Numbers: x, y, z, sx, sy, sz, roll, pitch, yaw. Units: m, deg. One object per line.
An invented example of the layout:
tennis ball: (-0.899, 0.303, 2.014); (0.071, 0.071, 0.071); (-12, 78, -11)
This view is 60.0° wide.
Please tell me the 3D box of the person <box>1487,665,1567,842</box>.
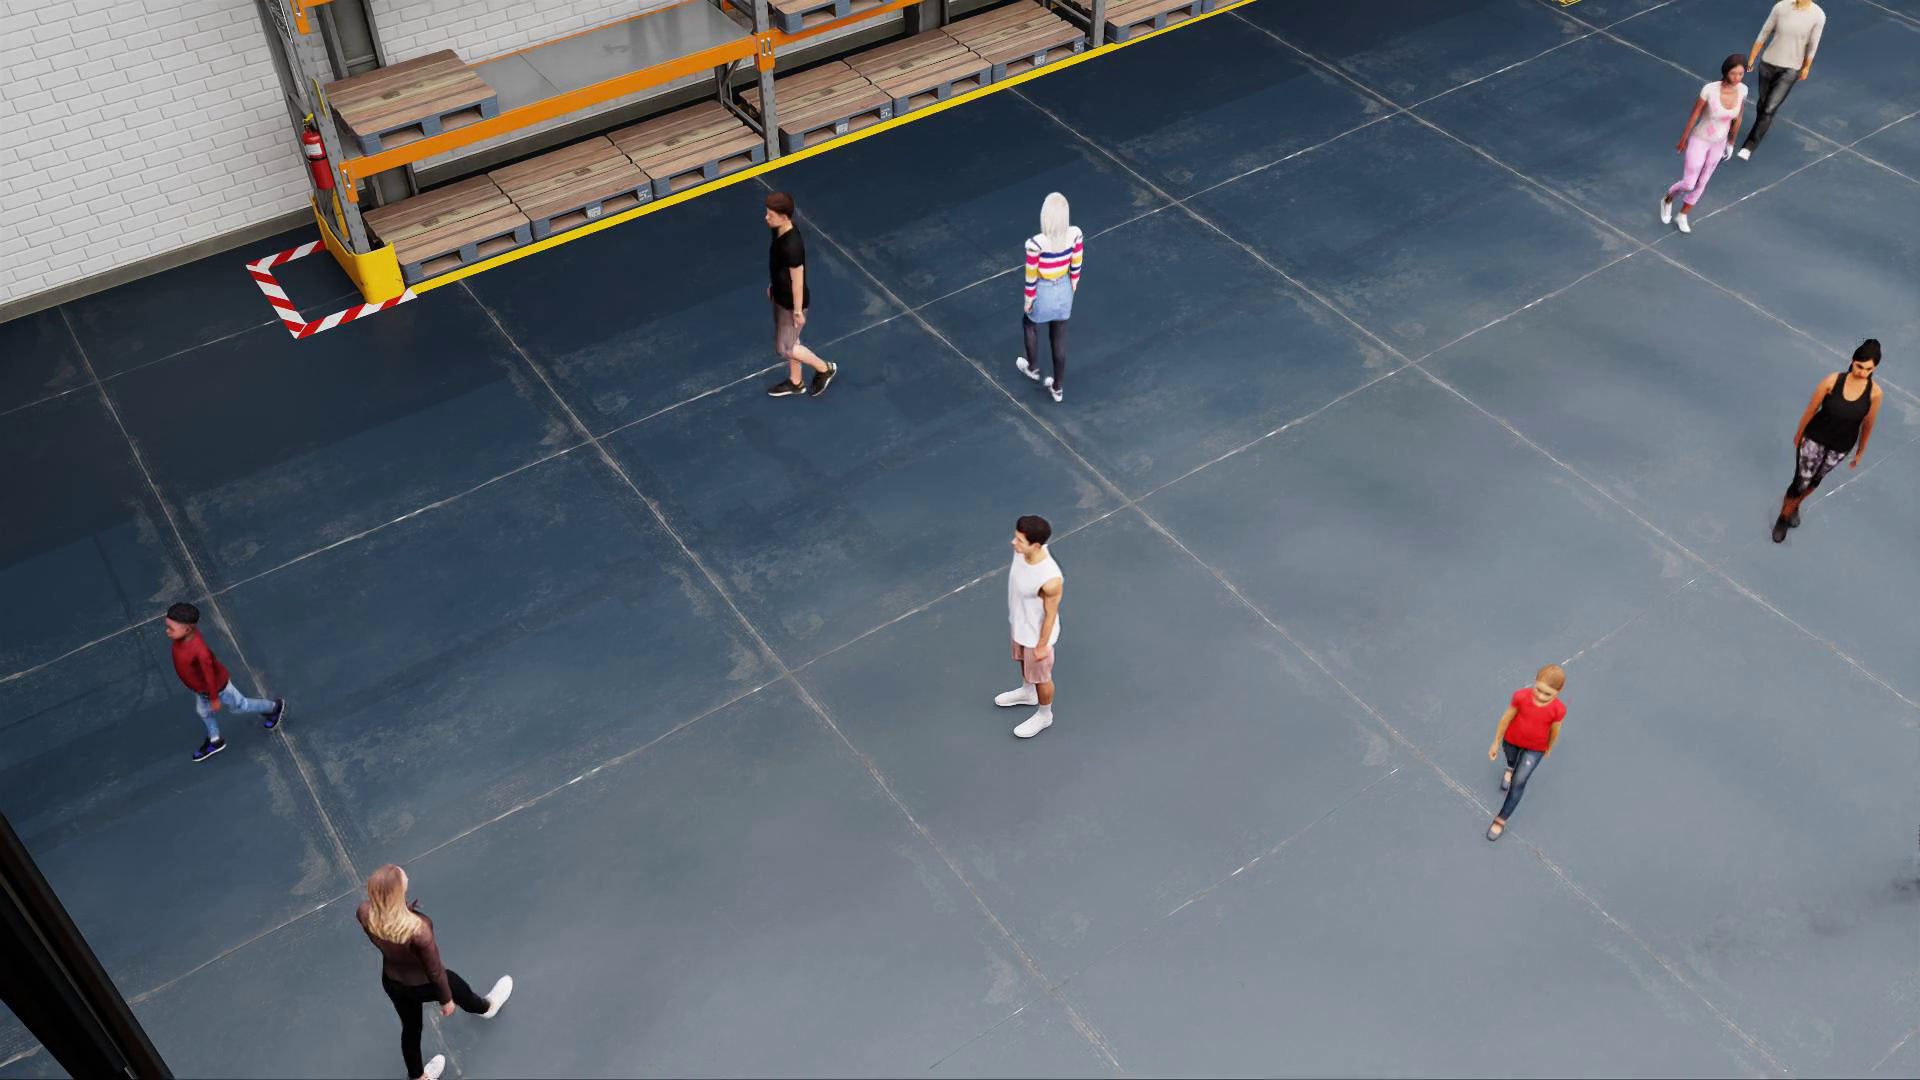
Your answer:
person: (3.441, 1.169, 10.080); (0.679, 1.289, 0.934); (24, 49, 23)

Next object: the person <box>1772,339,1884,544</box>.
person: (6.192, -0.771, 11.855); (0.779, 1.650, 0.843); (9, 44, 9)

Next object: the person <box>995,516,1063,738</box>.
person: (0.469, 0.520, 10.400); (0.635, 1.786, 0.692); (-15, 46, -16)

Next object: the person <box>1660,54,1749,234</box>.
person: (6.566, -3.545, 14.708); (0.721, 1.731, 0.791); (-5, 44, -5)

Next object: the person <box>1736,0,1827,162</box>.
person: (7.776, -4.511, 15.693); (0.842, 1.770, 1.156); (31, 51, 28)

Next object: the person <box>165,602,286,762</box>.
person: (-4.655, 0.851, 10.451); (0.612, 1.238, 0.893); (32, 52, 29)

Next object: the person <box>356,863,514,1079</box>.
person: (-2.851, 2.337, 8.578); (0.987, 1.669, 1.118); (15, 46, 15)

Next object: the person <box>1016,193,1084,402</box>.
person: (0.737, -1.833, 12.867); (0.801, 1.791, 0.825); (-16, 46, -16)

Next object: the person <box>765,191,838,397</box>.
person: (-1.237, -1.891, 12.884); (0.901, 1.851, 0.805); (-13, 45, -13)
